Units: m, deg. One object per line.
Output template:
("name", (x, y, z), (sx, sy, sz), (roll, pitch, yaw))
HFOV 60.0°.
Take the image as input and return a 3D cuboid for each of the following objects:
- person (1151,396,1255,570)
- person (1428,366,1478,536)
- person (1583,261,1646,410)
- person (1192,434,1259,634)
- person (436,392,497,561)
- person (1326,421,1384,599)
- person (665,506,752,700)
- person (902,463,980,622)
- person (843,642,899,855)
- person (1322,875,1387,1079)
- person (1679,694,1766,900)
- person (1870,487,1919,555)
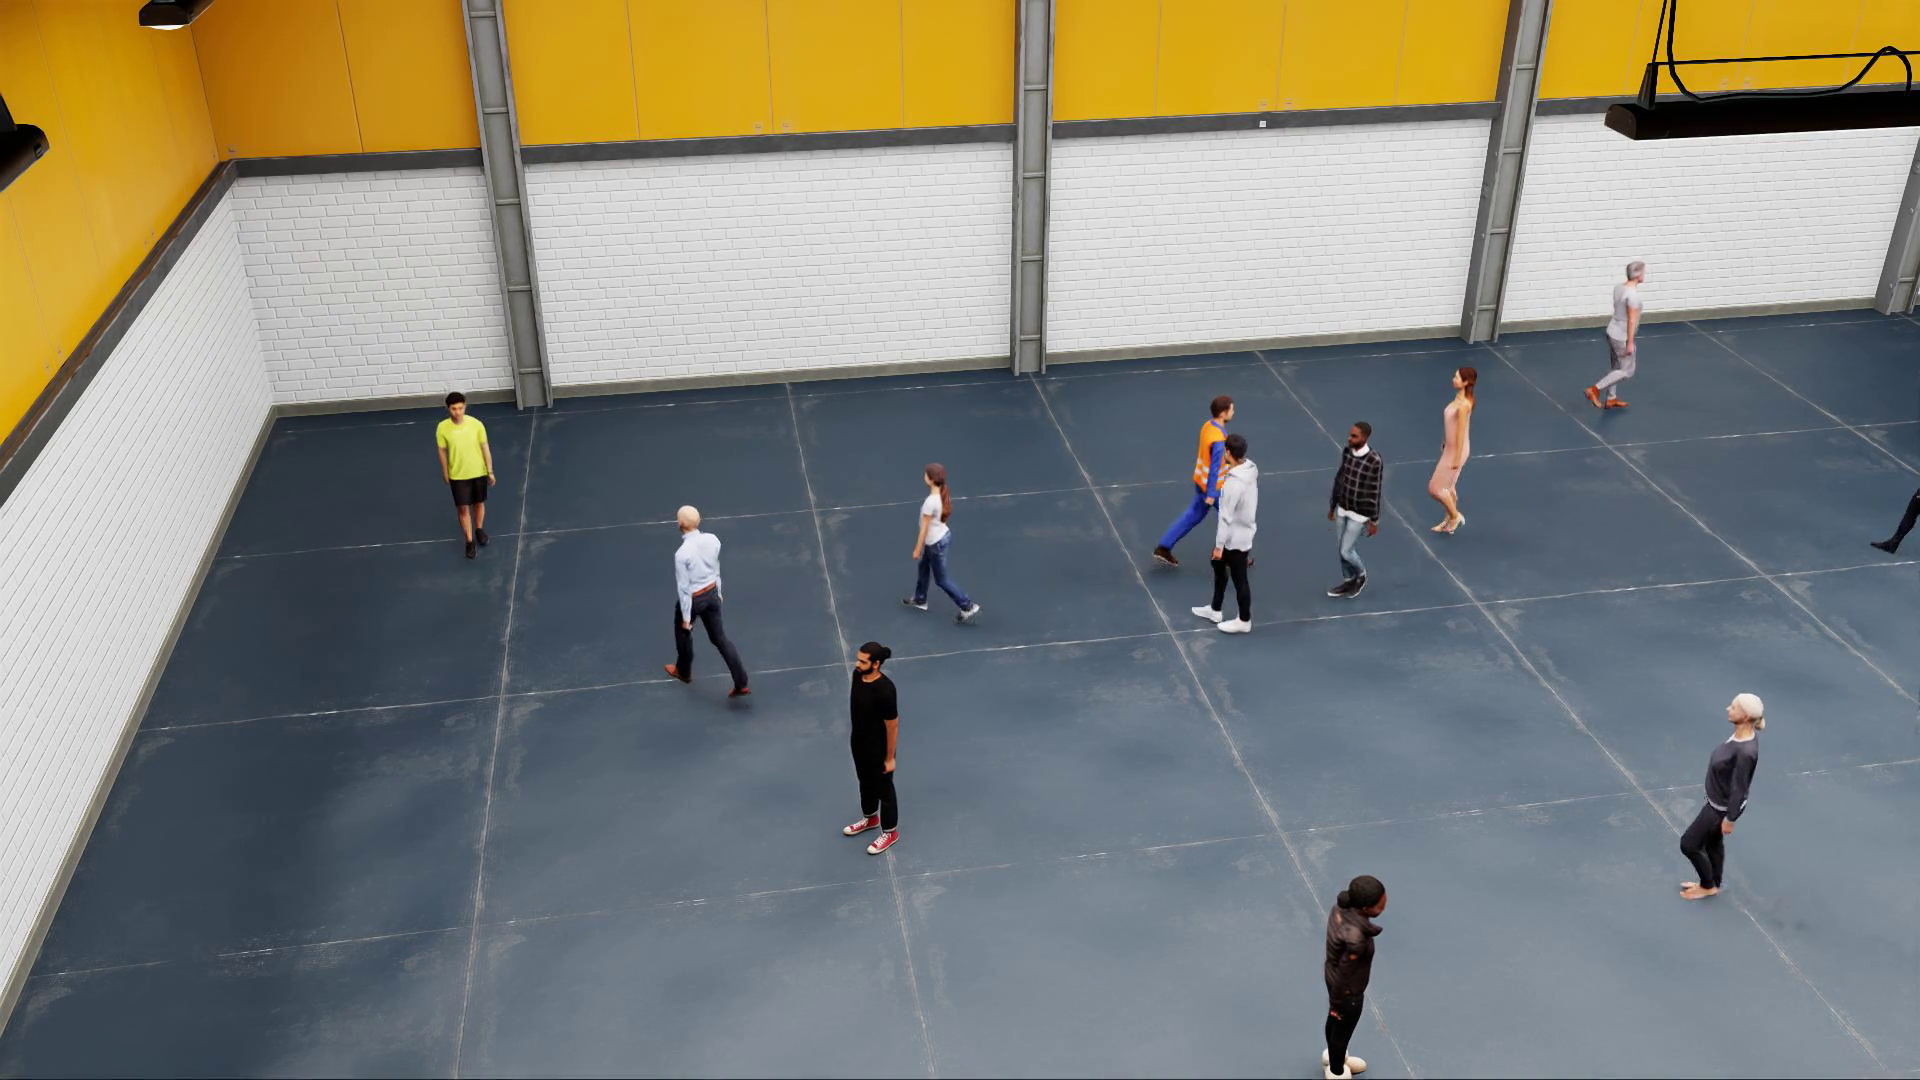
("person", (2.303, -0.503, 15.877), (1.245, 1.819, 0.730), (-3, 29, -6))
("person", (4.999, -0.849, 16.513), (0.753, 1.819, 0.714), (6, 29, 10))
("person", (7.582, -2.339, 19.245), (0.888, 1.818, 0.789), (0, 29, 0))
("person", (2.572, -0.035, 14.930), (1.029, 1.905, 1.007), (7, 29, 13))
("person", (-4.873, -0.713, 16.401), (0.821, 1.687, 0.806), (-13, 31, -23))
("person", (3.757, -0.283, 15.487), (0.783, 1.808, 0.792), (-15, 32, -26))
("person", (-2.118, 0.572, 13.974), (1.207, 1.754, 1.233), (24, 36, 36))
("person", (-0.162, 0.046, 15.171), (1.097, 1.533, 0.896), (10, 30, 18))
("person", (-0.629, 1.498, 12.274), (0.722, 1.758, 0.715), (-20, 35, -33))
("person", (2.343, 2.710, 10.154), (0.609, 1.659, 0.664), (-5, 29, -8))
("person", (5.457, 1.844, 11.688), (0.772, 1.710, 0.747), (11, 30, 19))
("person", (9.547, -0.493, 16.034), (1.016, 1.652, 0.828), (6, 29, 11))
